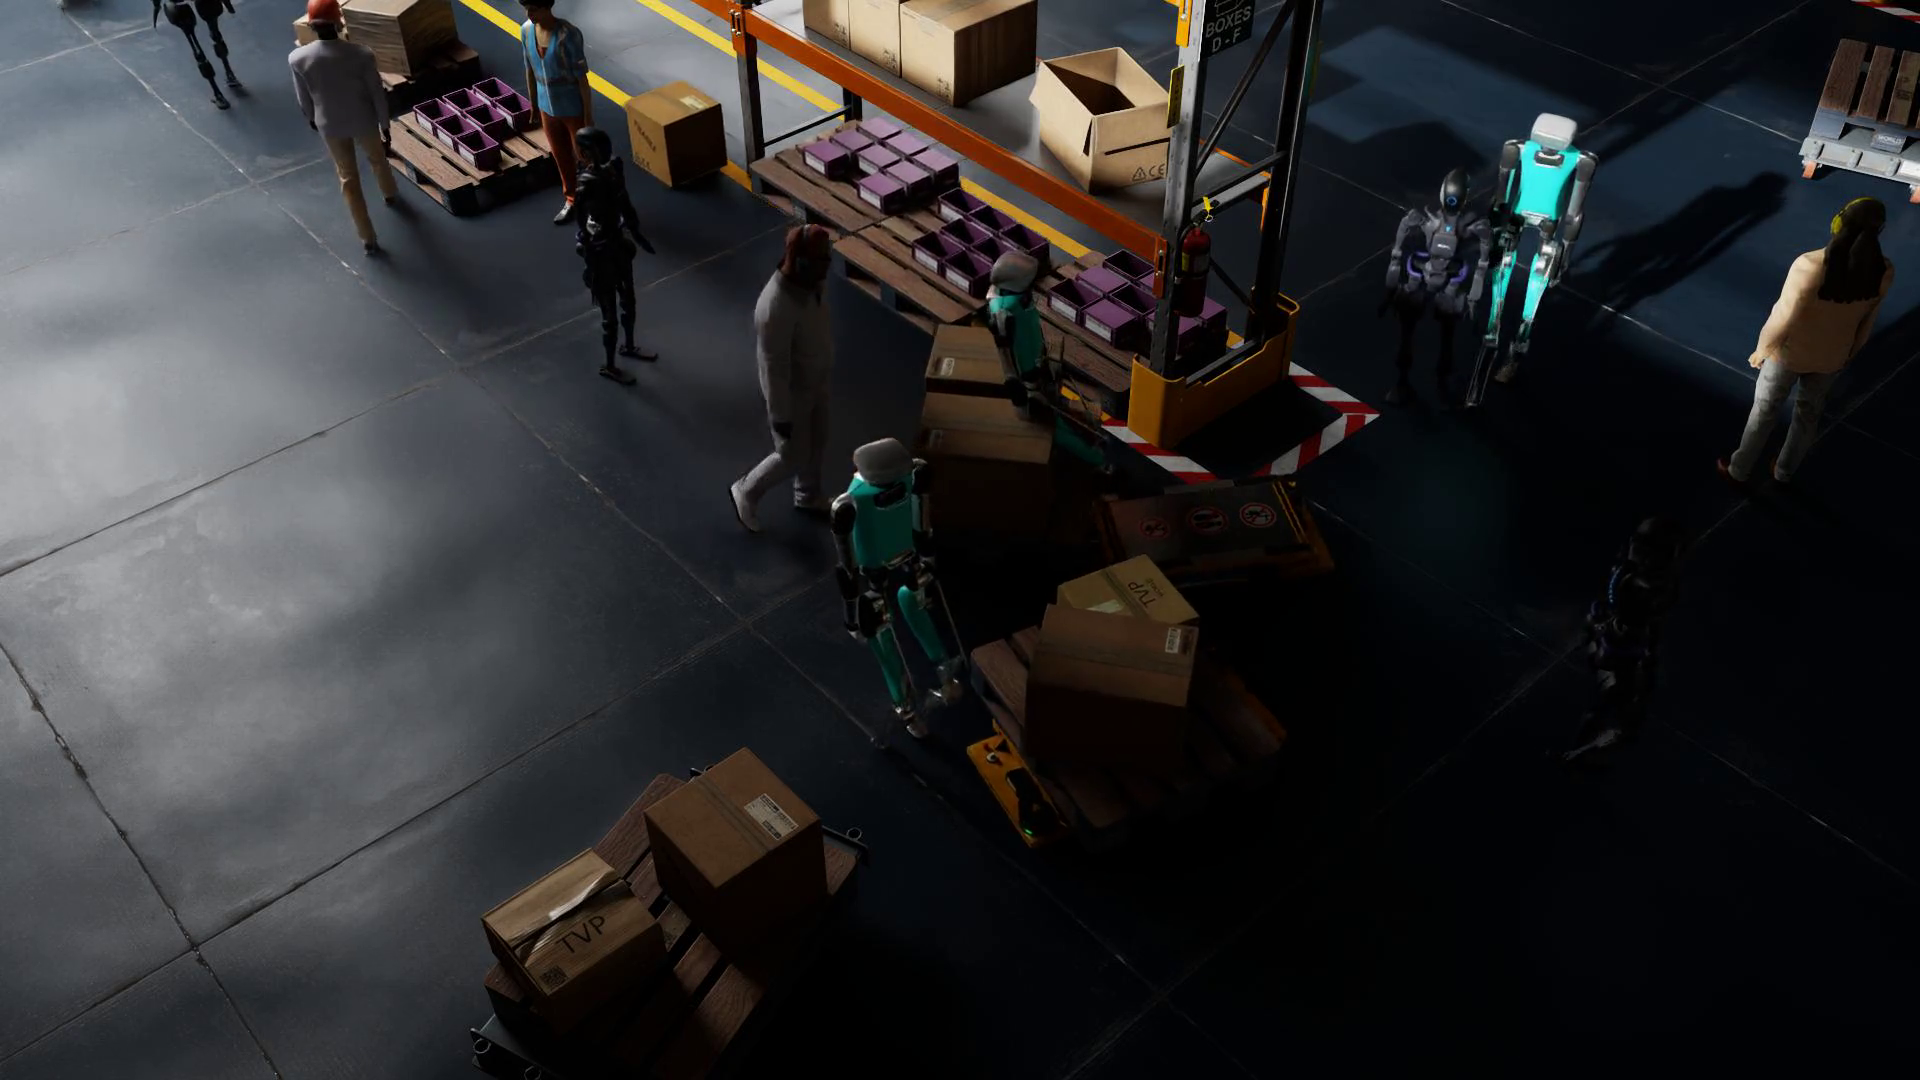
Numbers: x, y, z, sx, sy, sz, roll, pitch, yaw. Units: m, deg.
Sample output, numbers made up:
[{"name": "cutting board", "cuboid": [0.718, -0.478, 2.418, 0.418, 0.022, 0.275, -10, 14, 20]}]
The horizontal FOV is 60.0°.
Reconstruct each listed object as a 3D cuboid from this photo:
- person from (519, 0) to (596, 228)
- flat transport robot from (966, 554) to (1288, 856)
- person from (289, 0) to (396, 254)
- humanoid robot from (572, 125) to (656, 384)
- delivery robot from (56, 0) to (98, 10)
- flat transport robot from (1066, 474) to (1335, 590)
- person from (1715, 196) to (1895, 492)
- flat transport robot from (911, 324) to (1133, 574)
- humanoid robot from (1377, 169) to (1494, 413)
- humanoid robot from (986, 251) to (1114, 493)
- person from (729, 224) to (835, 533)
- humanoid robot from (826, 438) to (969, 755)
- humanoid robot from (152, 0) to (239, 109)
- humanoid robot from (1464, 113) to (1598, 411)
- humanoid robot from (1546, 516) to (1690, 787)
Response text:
[{"name": "person", "cuboid": [-2.677, -2.906, 11.157, 0.501, 1.758, 0.343, 16, 45, 16]}, {"name": "flat transport robot", "cuboid": [0.814, 0.962, 8.049, 1.431, 0.231, 0.659, -19, 46, -20]}, {"name": "person", "cuboid": [-4.097, -2.848, 11.129, 0.561, 1.704, 0.889, -12, 44, -12]}, {"name": "humanoid robot", "cuboid": [-2.066, -1.711, 9.911, 0.331, 1.654, 0.599, 14, 44, 14]}, {"name": "delivery robot", "cuboid": [-7.668, -4.937, 14.243, 0.499, 0.580, 0.756, -19, 46, -20]}, {"name": "flat transport robot", "cuboid": [1.266, -0.010, 9.105, 1.431, 0.231, 0.659, -7, 43, -7]}, {"name": "person", "cuboid": [4.601, -1.015, 9.014, 0.553, 1.877, 0.414, 2, 43, 2]}, {"name": "flat transport robot", "cuboid": [0.227, -0.190, 9.301, 1.431, 0.231, 0.659, 6, 43, 6]}, {"name": "humanoid robot", "cuboid": [2.743, -1.448, 9.635, 0.584, 1.636, 0.398, 10, 44, 11]}, {"name": "humanoid robot", "cuboid": [0.544, -0.683, 8.783, 0.824, 1.800, 0.546, 9, 43, 10]}, {"name": "person", "cuboid": [-0.945, -0.849, 8.834, 0.600, 1.875, 0.666, 9, 43, 10]}, {"name": "humanoid robot", "cuboid": [-0.221, 0.371, 7.610, 0.530, 1.804, 0.625, -28, 50, -27]}, {"name": "humanoid robot", "cuboid": [-5.797, -4.075, 12.494, 0.589, 1.641, 0.429, -28, 49, -27]}, {"name": "humanoid robot", "cuboid": [3.240, -1.486, 9.696, 0.543, 1.887, 0.779, 16, 45, 17]}, {"name": "humanoid robot", "cuboid": [2.974, 0.491, 7.522, 0.393, 1.650, 0.601, 0, 43, 0]}]
